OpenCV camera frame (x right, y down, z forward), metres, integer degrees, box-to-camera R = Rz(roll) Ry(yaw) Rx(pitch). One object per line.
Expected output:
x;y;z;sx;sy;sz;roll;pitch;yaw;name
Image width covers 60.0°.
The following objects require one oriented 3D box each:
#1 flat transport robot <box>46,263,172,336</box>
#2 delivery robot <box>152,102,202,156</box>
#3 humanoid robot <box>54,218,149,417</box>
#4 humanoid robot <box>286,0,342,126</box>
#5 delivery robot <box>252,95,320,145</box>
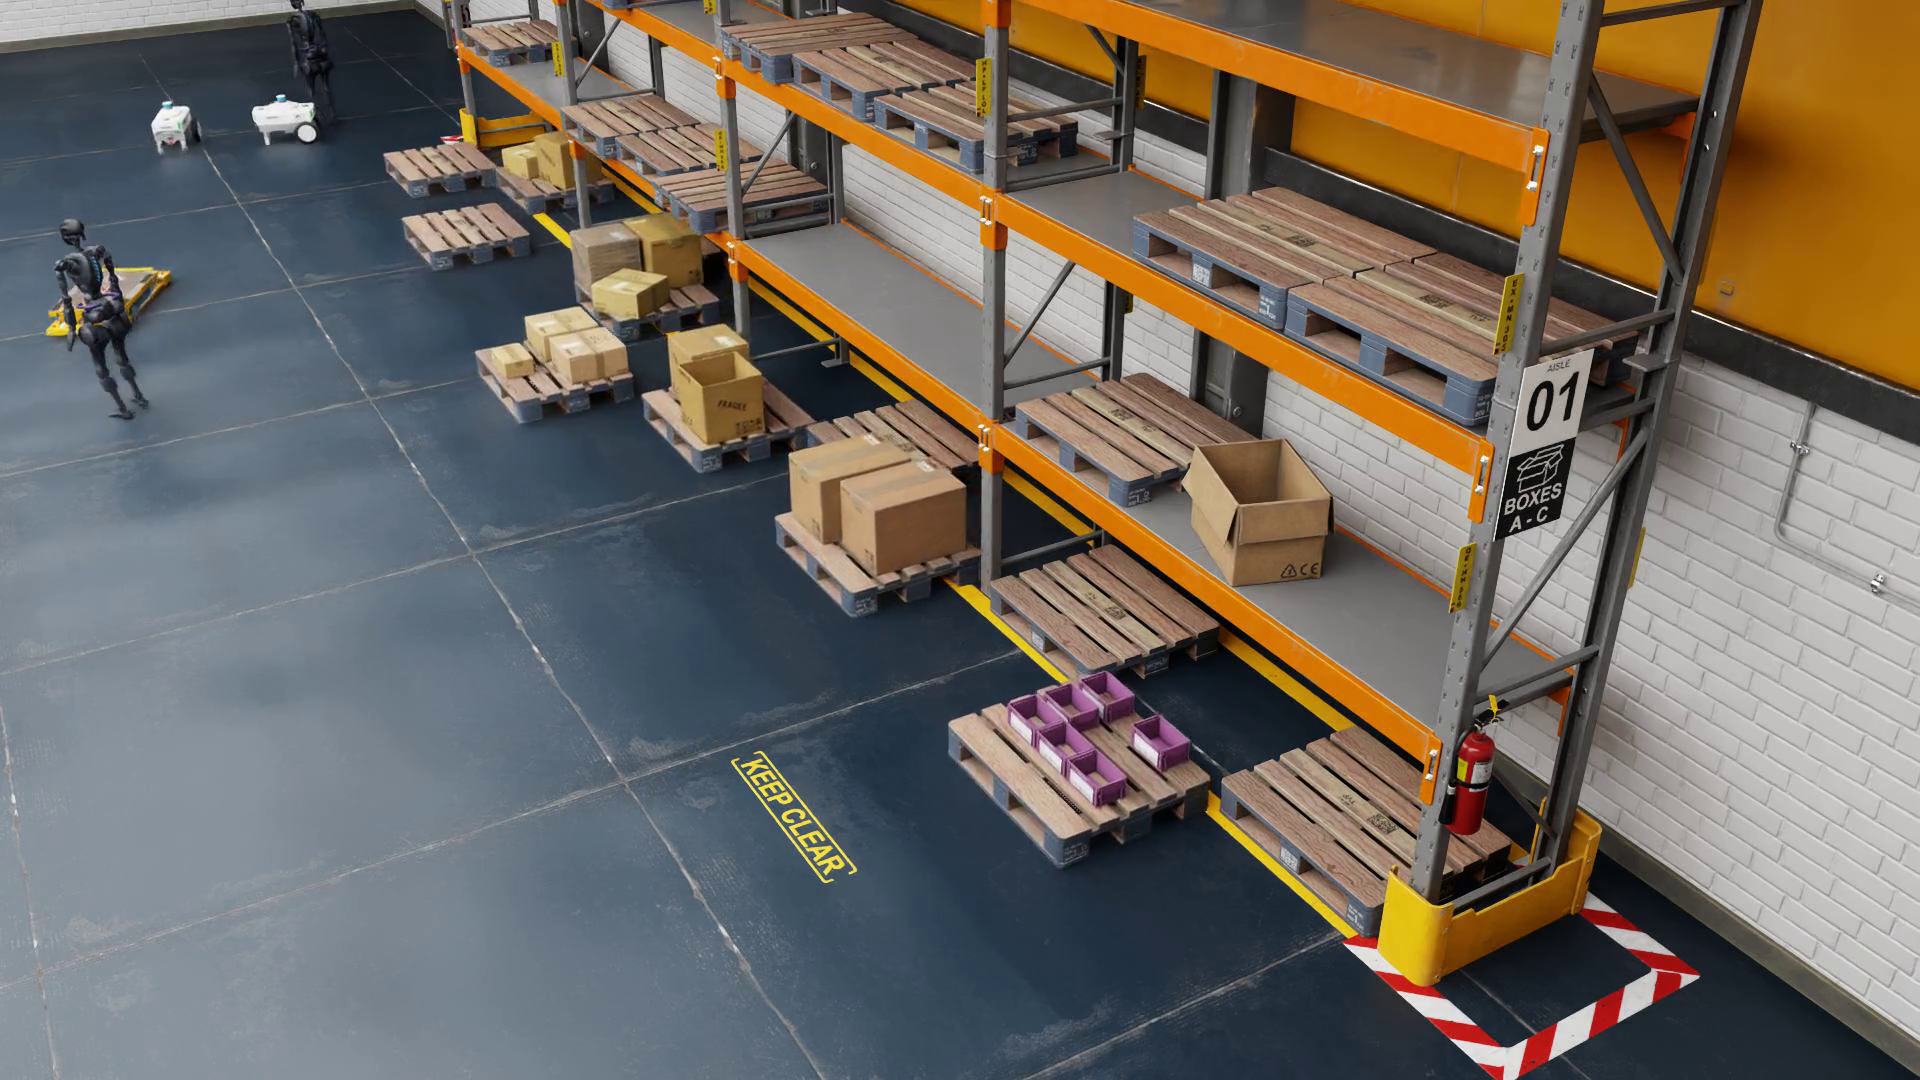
-7.991;-2.268;15.635;0.659;0.231;1.431;-3;30;-5;flat transport robot
-9.565;-5.023;20.227;0.499;0.613;0.796;-7;30;-12;delivery robot
-6.903;-1.772;13.340;0.327;1.655;0.588;11;31;18;humanoid robot
-8.124;-6.049;20.888;0.350;1.638;0.613;15;33;25;humanoid robot
-8.282;-5.176;20.465;0.752;0.581;0.517;-9;31;-15;delivery robot
